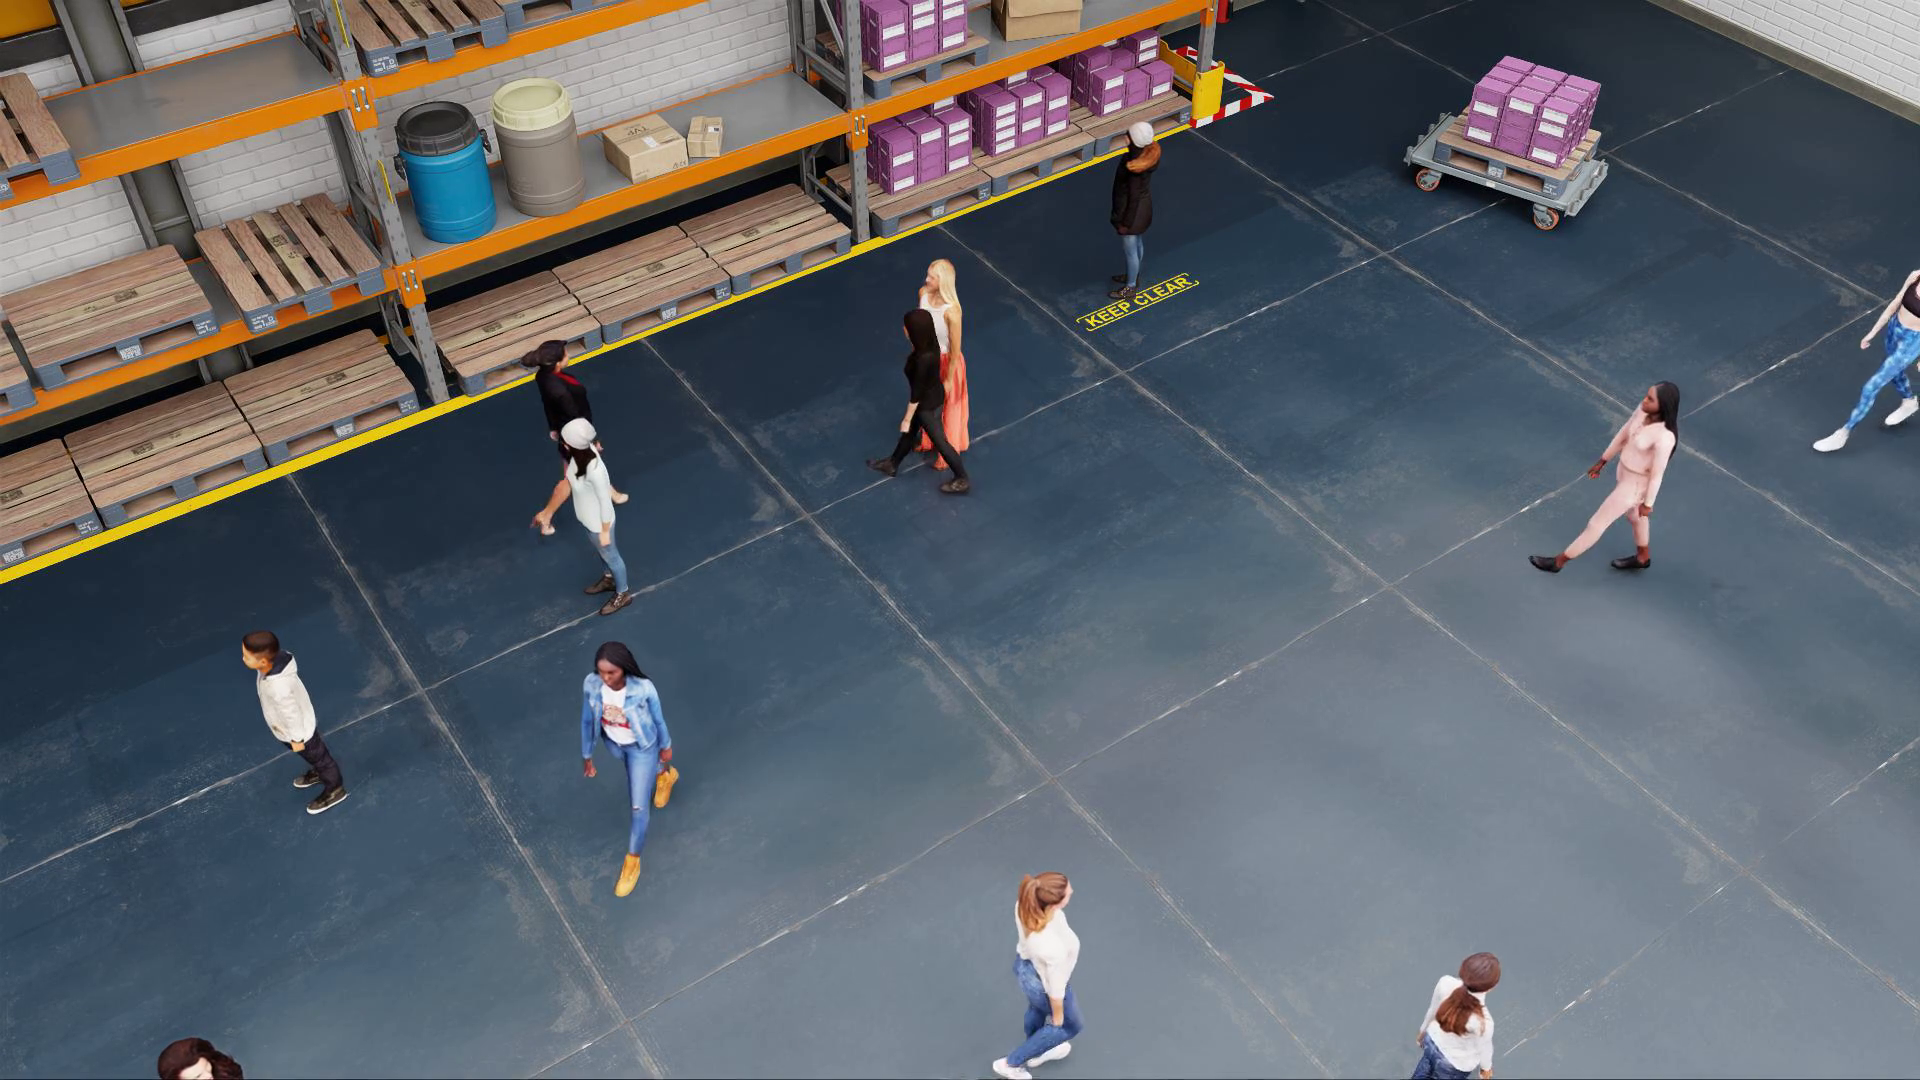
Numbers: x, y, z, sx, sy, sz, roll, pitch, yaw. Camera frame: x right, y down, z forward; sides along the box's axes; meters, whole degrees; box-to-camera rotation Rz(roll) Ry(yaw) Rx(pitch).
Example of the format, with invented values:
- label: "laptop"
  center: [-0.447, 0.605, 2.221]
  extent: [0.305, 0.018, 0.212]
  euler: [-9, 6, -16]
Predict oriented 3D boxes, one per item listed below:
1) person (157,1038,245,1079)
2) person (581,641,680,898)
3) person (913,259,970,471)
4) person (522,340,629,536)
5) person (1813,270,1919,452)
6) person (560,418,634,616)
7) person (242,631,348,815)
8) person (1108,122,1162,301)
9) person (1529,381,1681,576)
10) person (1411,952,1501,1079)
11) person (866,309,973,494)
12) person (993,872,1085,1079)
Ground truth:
- label: "person"
  center: [-3.400, 2.879, 7.837]
  extent: [0.733, 1.768, 0.688]
  euler: [4, 44, 4]
- label: "person"
  center: [-1.889, 1.154, 9.726]
  extent: [1.136, 1.659, 1.247]
  euler: [10, 44, 10]
- label: "person"
  center: [-0.131, -1.299, 12.198]
  extent: [0.563, 1.802, 0.614]
  euler: [-25, 49, -24]
- label: "person"
  center: [-2.783, -0.671, 11.679]
  extent: [1.006, 1.608, 0.616]
  euler: [-22, 48, -21]
- label: "person"
  center: [7.081, -1.449, 12.401]
  extent: [1.283, 1.739, 0.821]
  euler: [-13, 45, -13]
- label: "person"
  center: [-2.437, -0.183, 11.136]
  extent: [0.516, 1.650, 0.584]
  euler: [-21, 48, -21]
- label: "person"
  center: [-3.989, 1.063, 9.971]
  extent: [0.493, 1.453, 0.583]
  euler: [-24, 49, -23]
- label: "person"
  center: [1.447, -2.744, 13.838]
  extent: [0.809, 1.633, 0.734]
  euler: [12, 45, 12]
- label: "person"
  center: [4.669, -0.377, 11.322]
  extent: [1.218, 1.676, 1.063]
  euler: [1, 44, 1]
- label: "person"
  center: [2.378, 2.589, 8.306]
  extent: [0.593, 1.541, 0.550]
  euler: [-19, 47, -19]
- label: "person"
  center: [-0.146, -0.961, 11.988]
  extent: [1.105, 1.603, 0.999]
  euler: [5, 44, 5]
- label: "person"
  center: [0.353, 2.276, 8.508]
  extent: [0.790, 1.715, 0.724]
  euler: [-13, 45, -14]
